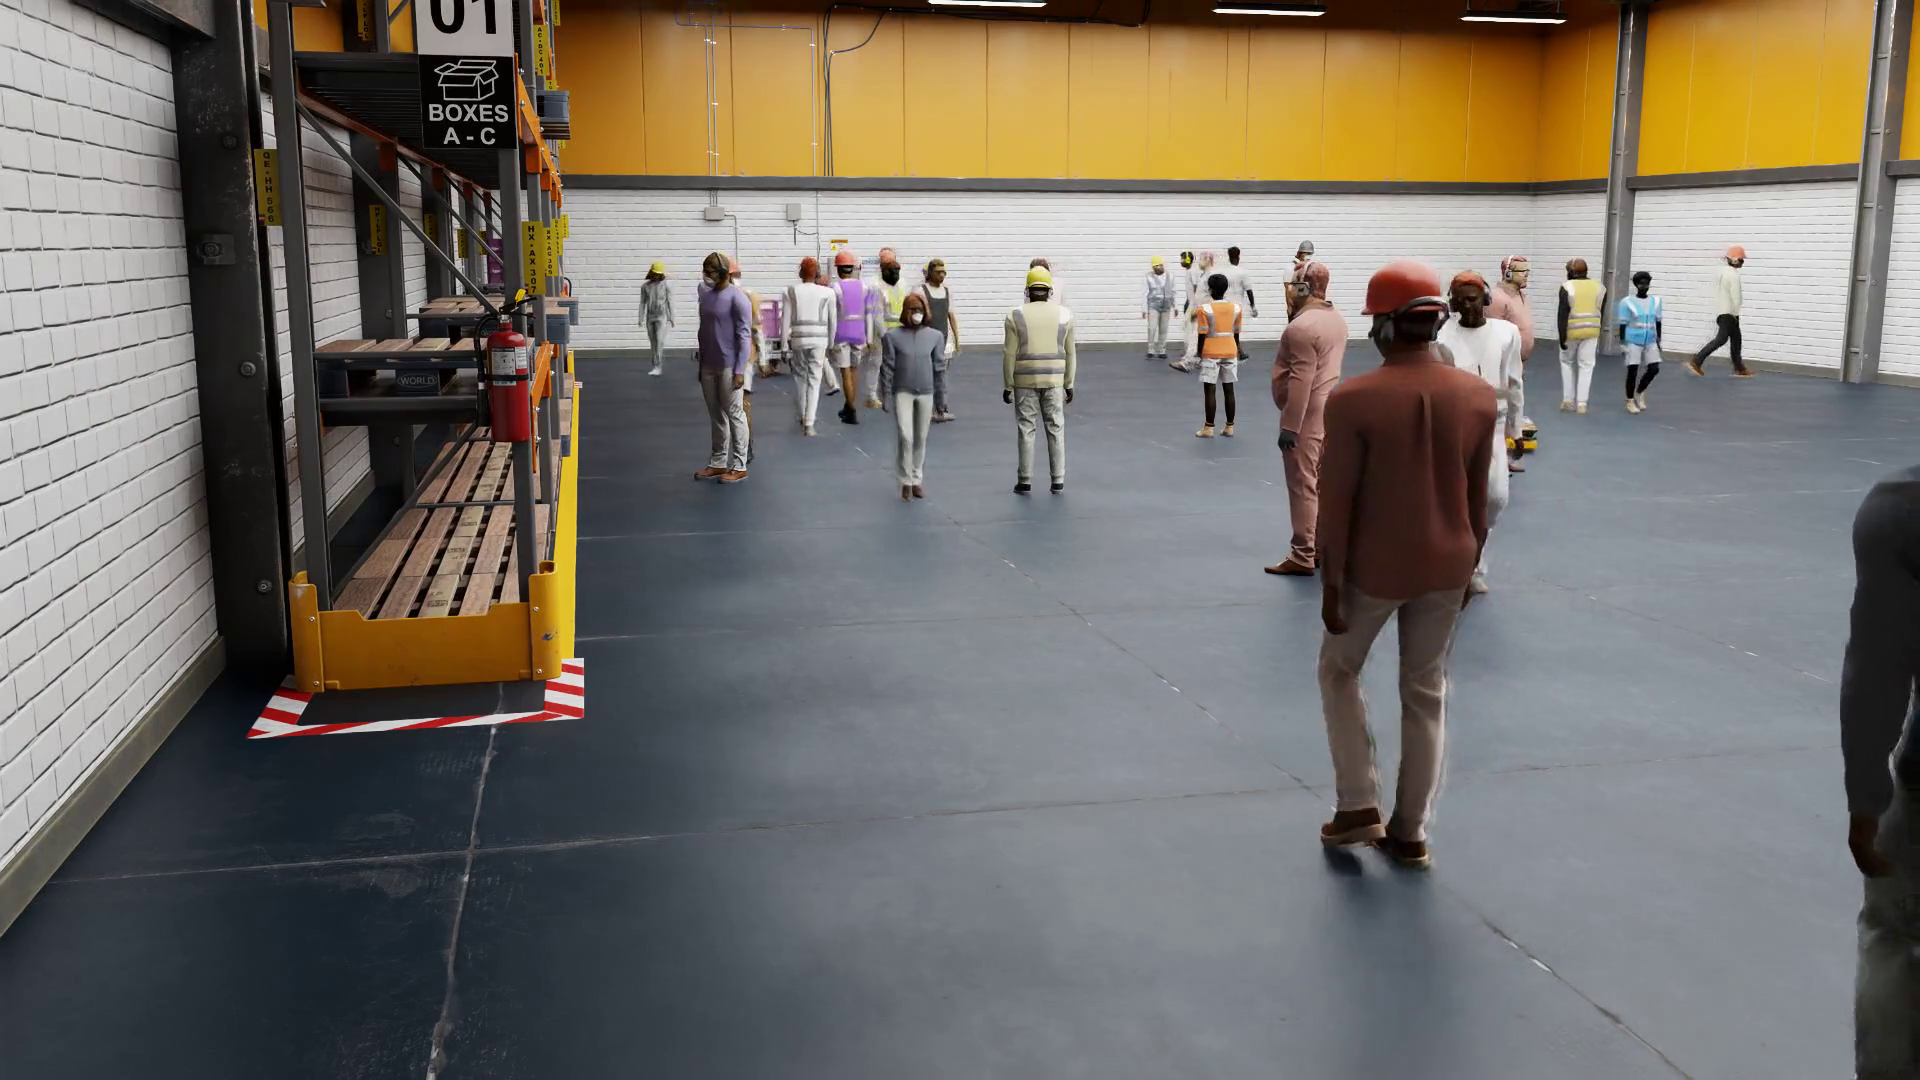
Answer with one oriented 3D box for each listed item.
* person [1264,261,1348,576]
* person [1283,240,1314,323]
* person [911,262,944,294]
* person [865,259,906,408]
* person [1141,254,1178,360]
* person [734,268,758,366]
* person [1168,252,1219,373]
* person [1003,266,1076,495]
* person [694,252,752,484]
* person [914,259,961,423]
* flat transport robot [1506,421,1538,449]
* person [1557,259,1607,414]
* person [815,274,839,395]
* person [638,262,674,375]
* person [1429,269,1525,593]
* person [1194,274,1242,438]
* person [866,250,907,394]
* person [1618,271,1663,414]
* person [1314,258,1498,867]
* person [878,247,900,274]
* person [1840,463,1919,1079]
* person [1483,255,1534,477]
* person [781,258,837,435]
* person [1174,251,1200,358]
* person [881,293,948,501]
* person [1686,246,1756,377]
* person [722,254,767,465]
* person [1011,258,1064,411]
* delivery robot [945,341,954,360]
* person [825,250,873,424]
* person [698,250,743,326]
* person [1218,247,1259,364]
[{"bbox_3d":[2.100,-0.736,10.157,0.408,1.906,0.652,6,12,32],"label":"person"},{"bbox_3d":[5.569,-3.819,26.869,0.685,2.000,0.535,-7,12,-33],"label":"person"},{"bbox_3d":[-0.480,-3.247,24.564,0.532,1.725,0.382,3,11,16],"label":"person"},{"bbox_3d":[-0.808,-2.468,20.067,0.935,1.794,0.644,9,13,39],"label":"person"},{"bbox_3d":[3.385,-3.937,28.196,0.636,1.801,0.407,-3,11,-15],"label":"person"},{"bbox_3d":[-3.510,-3.493,26.280,0.831,1.586,0.529,-4,11,-21],"label":"person"},{"bbox_3d":[3.736,-3.486,25.545,1.005,1.854,0.650,1,10,4],"label":"person"},{"bbox_3d":[0.627,-1.271,13.323,0.600,1.830,0.403,-2,10,-10],"label":"person"},{"bbox_3d":[-1.997,-1.442,13.998,0.371,1.933,0.627,-10,14,-44],"label":"person"},{"bbox_3d":[-0.209,-2.201,18.518,0.546,1.814,0.837,-8,13,-38],"label":"person"},{"bbox_3d":[5.392,-1.096,16.680,0.652,0.197,1.431,3,11,14],"label":"flat transport robot"},{"bbox_3d":[7.325,-2.414,19.734,0.601,1.807,0.671,1,10,4],"label":"person"},{"bbox_3d":[-1.846,-2.723,21.998,0.842,1.601,0.510,8,13,39],"label":"person"},{"bbox_3d":[-4.597,-3.312,24.973,0.532,1.702,0.762,2,10,12],"label":"person"},{"bbox_3d":[2.961,-0.625,9.633,0.616,1.871,0.453,0,10,1],"label":"person"},{"bbox_3d":[2.655,-1.889,17.138,0.532,1.694,0.319,-4,11,-23],"label":"person"},{"bbox_3d":[-0.974,-2.864,21.977,0.555,1.899,0.863,0,10,-2],"label":"person"},{"bbox_3d":[7.982,-2.315,19.516,0.548,1.678,0.369,-1,10,-6],"label":"person"},{"bbox_3d":[1.428,0.087,5.416,0.619,1.979,0.439,-1,10,-8],"label":"person"},{"bbox_3d":[-1.248,-3.865,27.458,0.644,1.917,0.658,-2,11,-13],"label":"person"},{"bbox_3d":[2.084,0.493,3.327,0.650,1.919,0.642,4,11,19],"label":"person"},{"bbox_3d":[4.770,-1.513,14.461,0.401,1.910,0.640,8,13,37],"label":"person"},{"bbox_3d":[-1.589,-2.062,17.668,0.574,1.837,0.972,1,10,3],"label":"person"},{"bbox_3d":[3.958,-4.063,28.789,0.658,1.831,0.560,2,10,8],"label":"person"},{"bbox_3d":[-0.333,-1.112,13.012,0.523,1.614,0.557,-3,11,-18],"label":"person"},{"bbox_3d":[11.376,-3.392,24.745,0.971,1.959,0.632,2,10,11],"label":"person"},{"bbox_3d":[-2.096,-1.636,15.137,0.575,1.902,0.695,4,11,21],"label":"person"},{"bbox_3d":[0.866,-2.456,19.946,0.874,1.806,0.660,8,13,37],"label":"person"},{"bbox_3d":[-0.443,-3.017,26.280,0.707,0.478,0.477,-1,10,-4],"label":"delivery robot"},{"bbox_3d":[-1.319,-2.266,18.601,0.571,1.913,0.780,-6,12,-30],"label":"person"},{"bbox_3d":[-2.964,-2.621,20.616,0.586,1.909,0.447,-4,11,-21],"label":"person"},{"bbox_3d":[4.523,-3.793,27.048,0.988,1.909,0.643,-8,13,-38],"label":"person"}]
